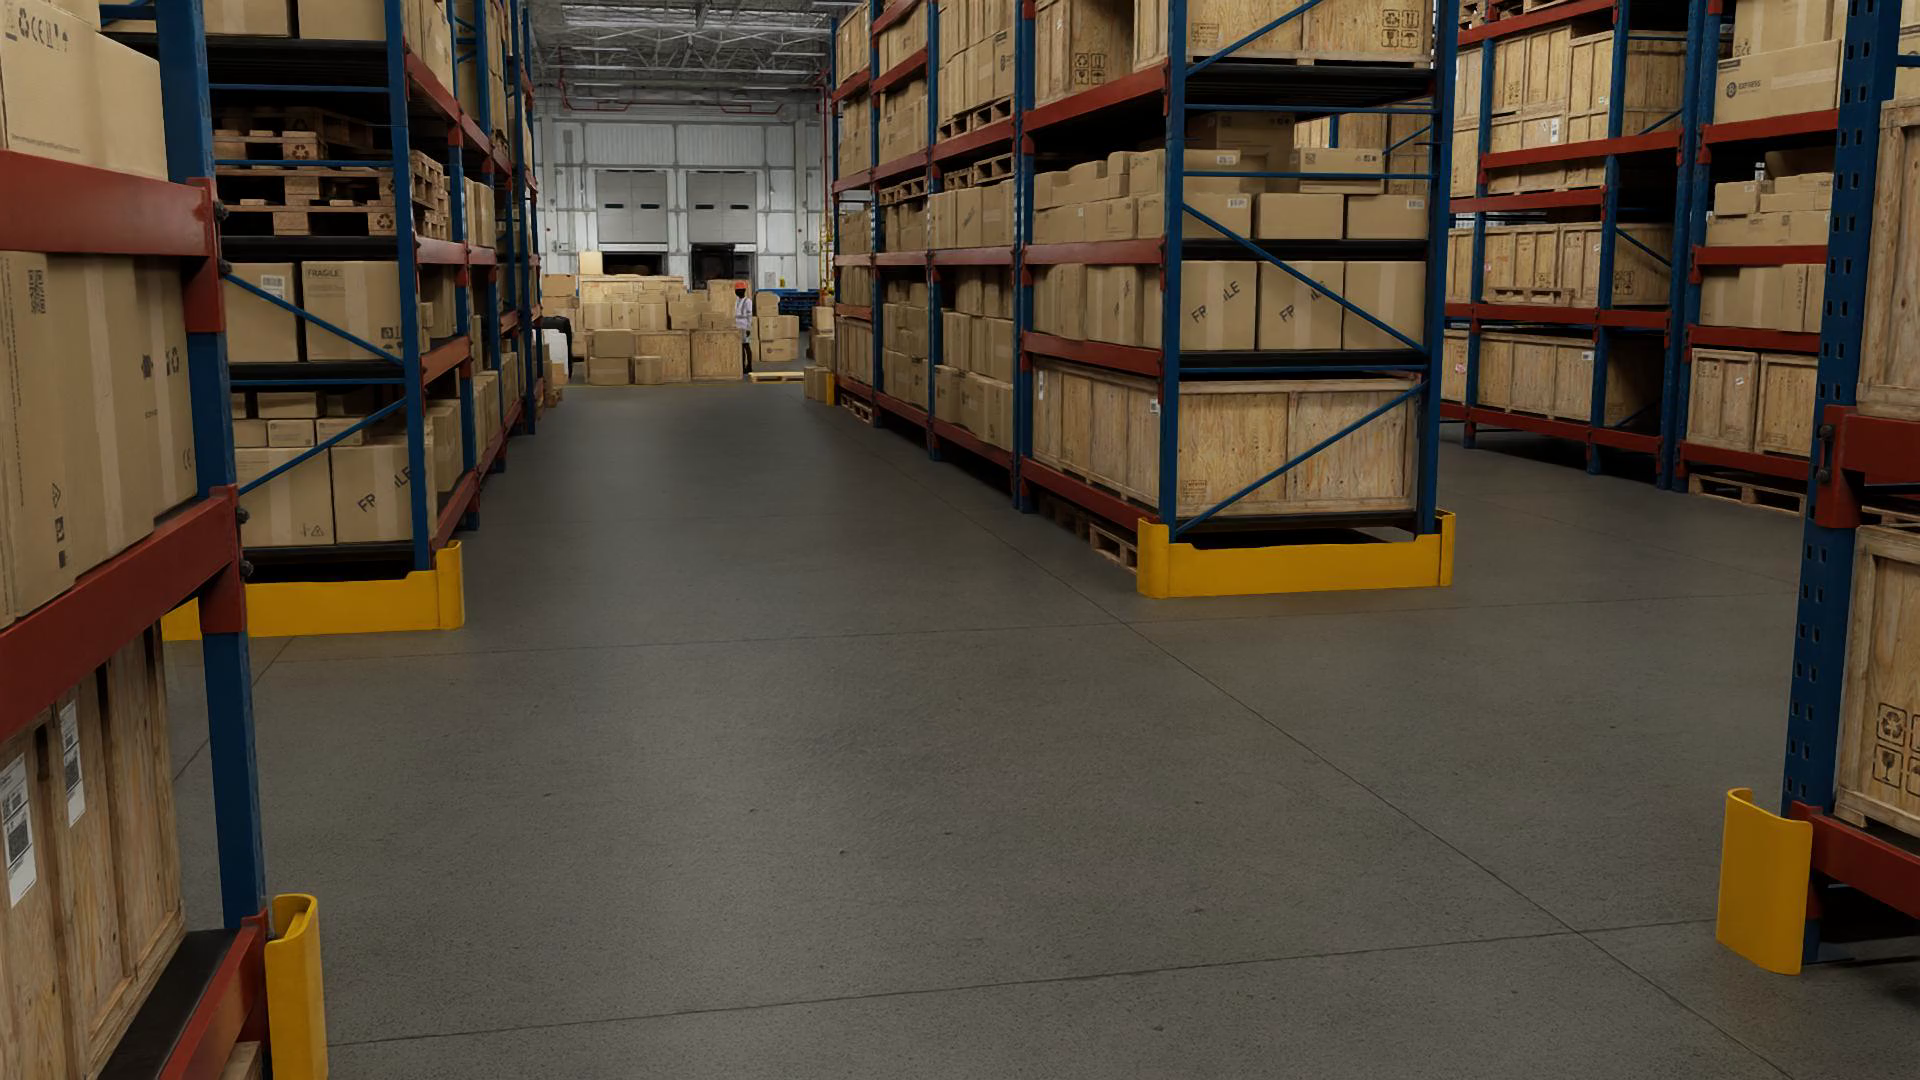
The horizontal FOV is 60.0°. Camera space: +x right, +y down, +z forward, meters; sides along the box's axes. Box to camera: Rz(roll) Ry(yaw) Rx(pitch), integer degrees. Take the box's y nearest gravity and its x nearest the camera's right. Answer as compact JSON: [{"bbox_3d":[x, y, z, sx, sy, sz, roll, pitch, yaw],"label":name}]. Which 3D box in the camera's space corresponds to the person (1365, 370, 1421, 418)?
[{"bbox_3d":[4.873,-1.786,18.709,0.656,1.898,0.521,1,9,4],"label":"person"}]

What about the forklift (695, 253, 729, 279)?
[{"bbox_3d":[-6.529,-6.416,43.934,1.129,2.768,1.873,-2,10,-12],"label":"forklift"}]

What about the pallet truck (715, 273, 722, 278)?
[{"bbox_3d":[-8.580,-8.986,62.280,1.885,1.965,0.823,1,9,5],"label":"pallet truck"}]

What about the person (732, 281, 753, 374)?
[{"bbox_3d":[-4.554,-4.438,34.740,0.379,1.937,0.547,-7,12,-38],"label":"person"}]
